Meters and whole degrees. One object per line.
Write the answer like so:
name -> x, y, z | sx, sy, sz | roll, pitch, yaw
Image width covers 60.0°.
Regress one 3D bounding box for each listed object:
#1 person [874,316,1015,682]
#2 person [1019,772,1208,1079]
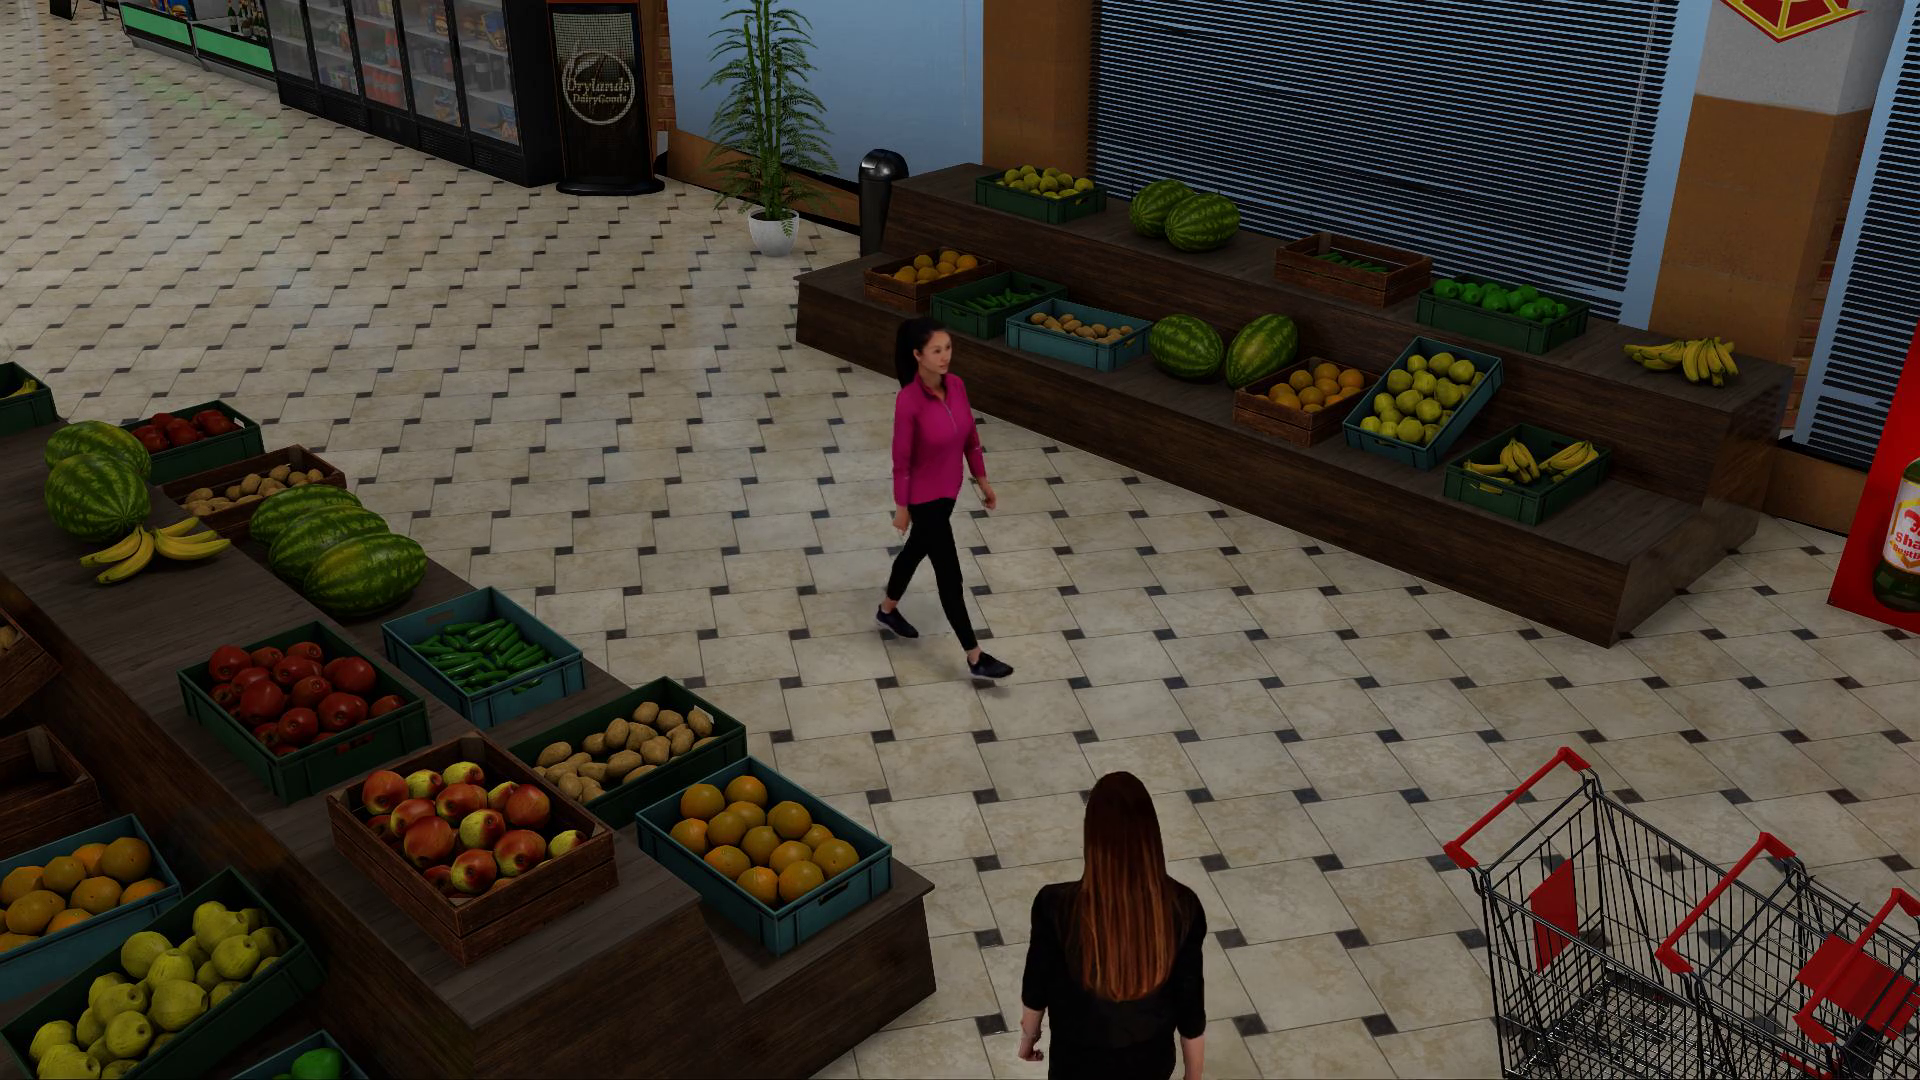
person -> -0.190, -0.207, 7.523 | 1.151, 1.653, 0.696 | 18, 32, 32
person -> 0.396, 1.407, 4.290 | 0.874, 1.698, 0.935 | 0, 27, -1
